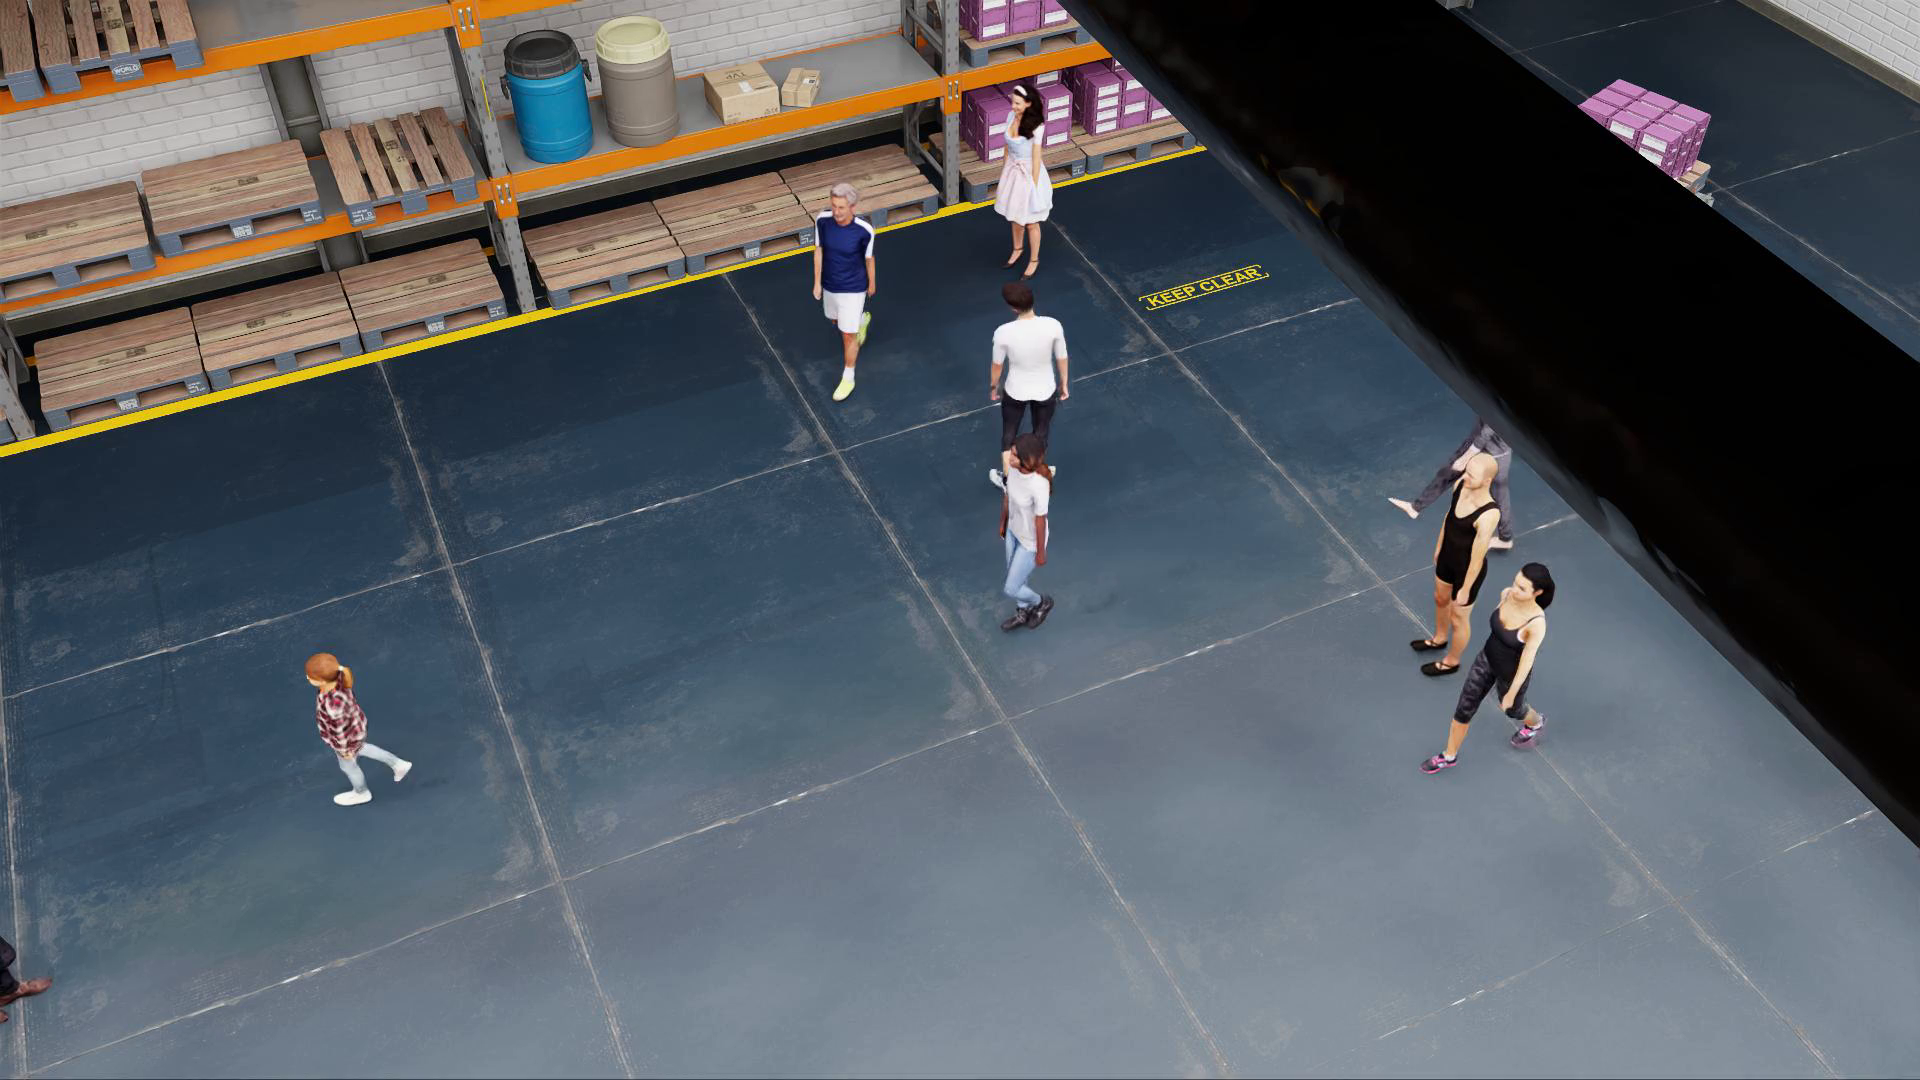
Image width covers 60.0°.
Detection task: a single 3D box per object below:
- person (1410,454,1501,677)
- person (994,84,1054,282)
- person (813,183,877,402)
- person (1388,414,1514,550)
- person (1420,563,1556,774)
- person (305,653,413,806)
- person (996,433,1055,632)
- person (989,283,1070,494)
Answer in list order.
[{"bbox_3d":[3.254,0.156,10.726,0.591,1.813,0.675,-9,44,-9],"label":"person"},{"bbox_3d":[0.540,-3.030,14.073,0.815,1.810,0.786,-30,51,-28],"label":"person"},{"bbox_3d":[-0.878,-2.048,13.041,1.095,1.812,1.203,17,46,17],"label":"person"},{"bbox_3d":[3.770,-0.575,11.565,1.191,1.714,1.076,12,45,12],"label":"person"},{"bbox_3d":[3.404,0.790,10.150,1.114,1.690,0.607,-16,46,-17],"label":"person"},{"bbox_3d":[-3.660,1.135,10.072,0.796,1.298,0.648,-6,44,-6],"label":"person"},{"bbox_3d":[0.500,-0.030,10.997,0.635,1.709,0.590,-19,47,-19],"label":"person"},{"bbox_3d":[0.523,-1.095,12.027,0.700,1.829,0.869,11,45,12],"label":"person"}]
